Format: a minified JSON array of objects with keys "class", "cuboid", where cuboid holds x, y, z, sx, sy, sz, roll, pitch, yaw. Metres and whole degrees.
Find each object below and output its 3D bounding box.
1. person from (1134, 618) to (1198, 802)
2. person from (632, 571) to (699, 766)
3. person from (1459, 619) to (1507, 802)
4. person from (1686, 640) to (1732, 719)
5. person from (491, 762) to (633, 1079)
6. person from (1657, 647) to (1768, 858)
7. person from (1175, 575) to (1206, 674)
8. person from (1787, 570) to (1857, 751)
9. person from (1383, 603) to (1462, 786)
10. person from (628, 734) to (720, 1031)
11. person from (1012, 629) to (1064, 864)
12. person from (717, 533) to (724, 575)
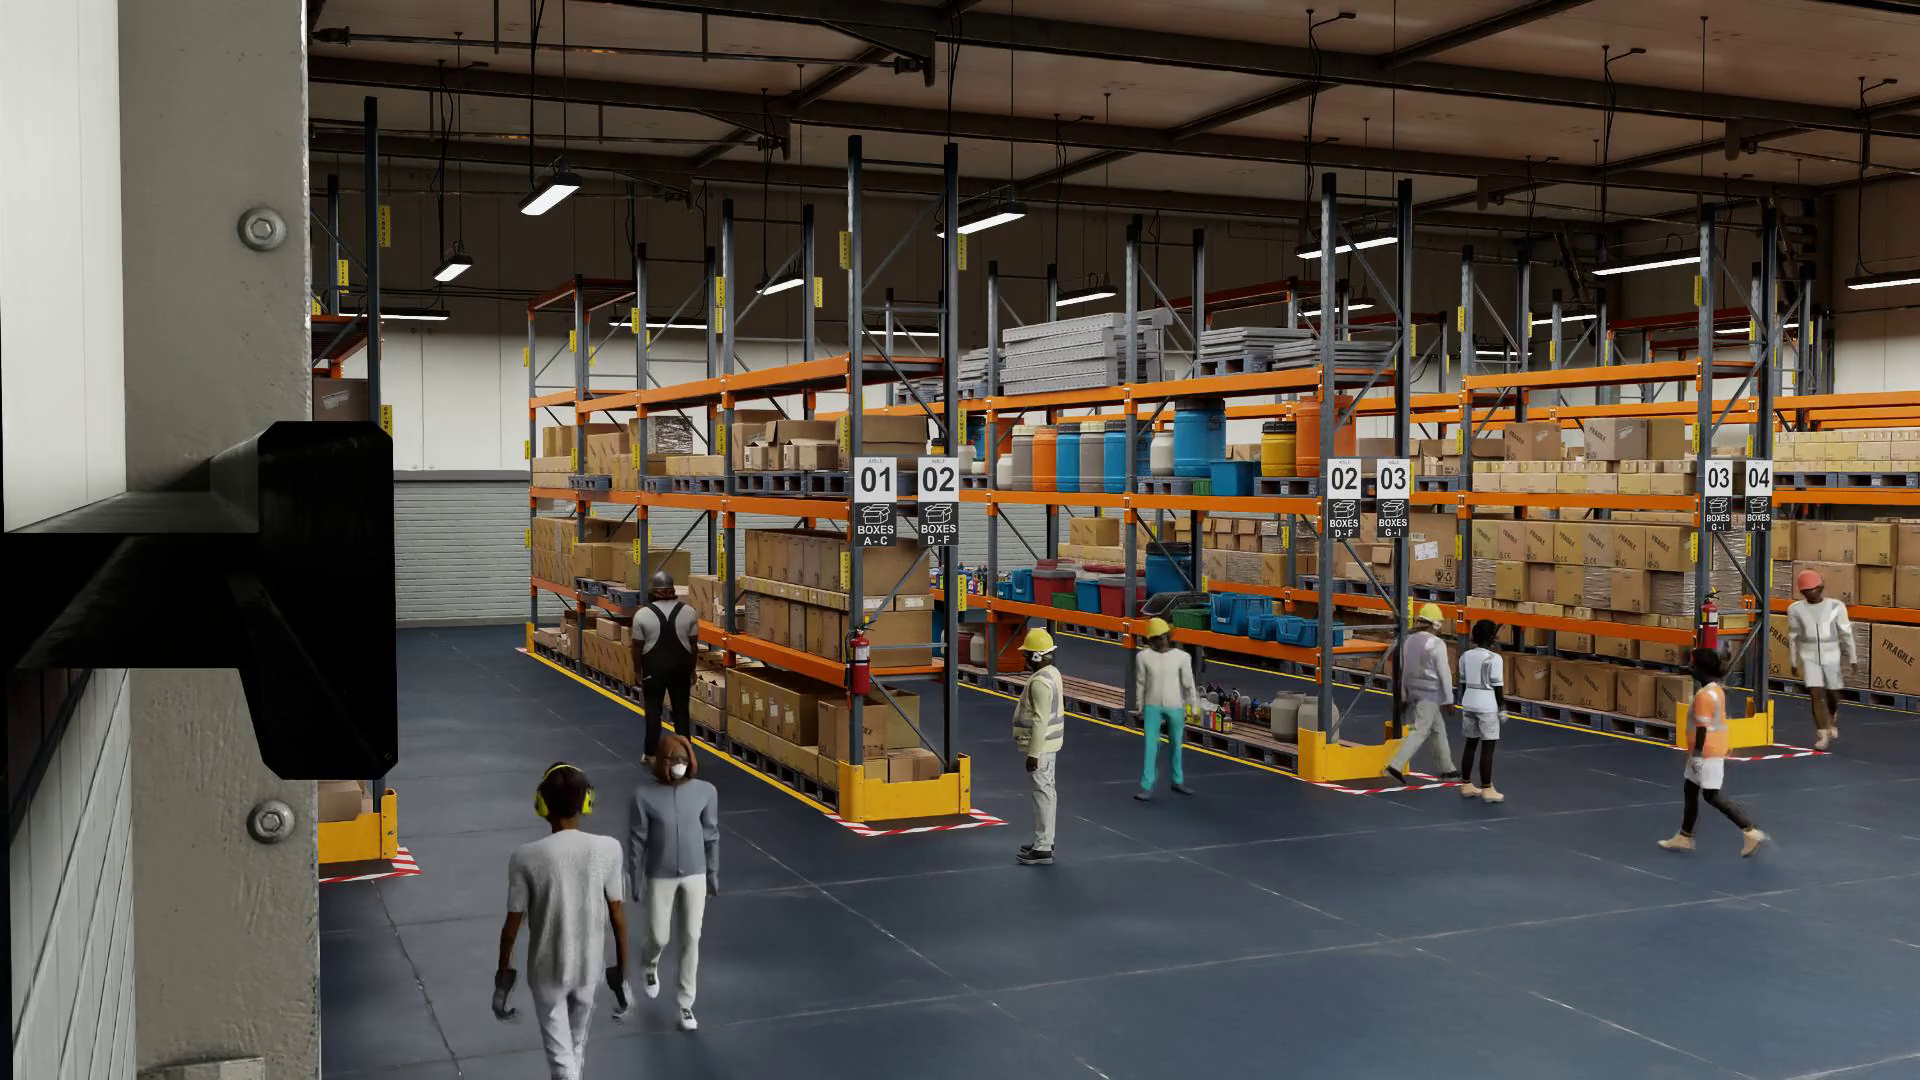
[{"class":"person","cuboid":[1.933,1.577,16.782,0.582,1.705,0.830,0,2,5]},{"class":"person","cuboid":[-3.108,1.351,18.869,0.689,2.000,0.535,-1,2,-15]},{"class":"person","cuboid":[4.883,1.584,16.748,0.318,1.694,0.534,-1,2,-23]},{"class":"person","cuboid":[9.196,1.281,22.115,0.550,1.902,0.941,0,2,-11]},{"class":"person","cuboid":[-1.740,1.863,7.696,0.555,1.822,0.941,-1,3,-34]},{"class":"person","cuboid":[6.007,1.690,14.259,0.783,1.668,0.539,1,3,30]},{"class":"person","cuboid":[3.429,1.084,27.022,0.610,1.908,0.714,-1,2,-19]},{"class":"person","cuboid":[9.617,1.313,19.992,0.710,1.989,0.902,1,2,27]},{"class":"person","cuboid":[4.546,1.511,17.572,0.967,1.778,0.579,-1,2,-15]},{"class":"person","cuboid":[-1.607,1.877,10.034,0.505,1.617,0.564,-1,2,-21]},{"class":"person","cuboid":[0.616,1.613,14.132,0.404,1.833,0.590,0,2,10]},{"class":"person","cuboid":[-4.656,0.787,35.210,0.335,1.873,0.521,-2,3,-36]}]
